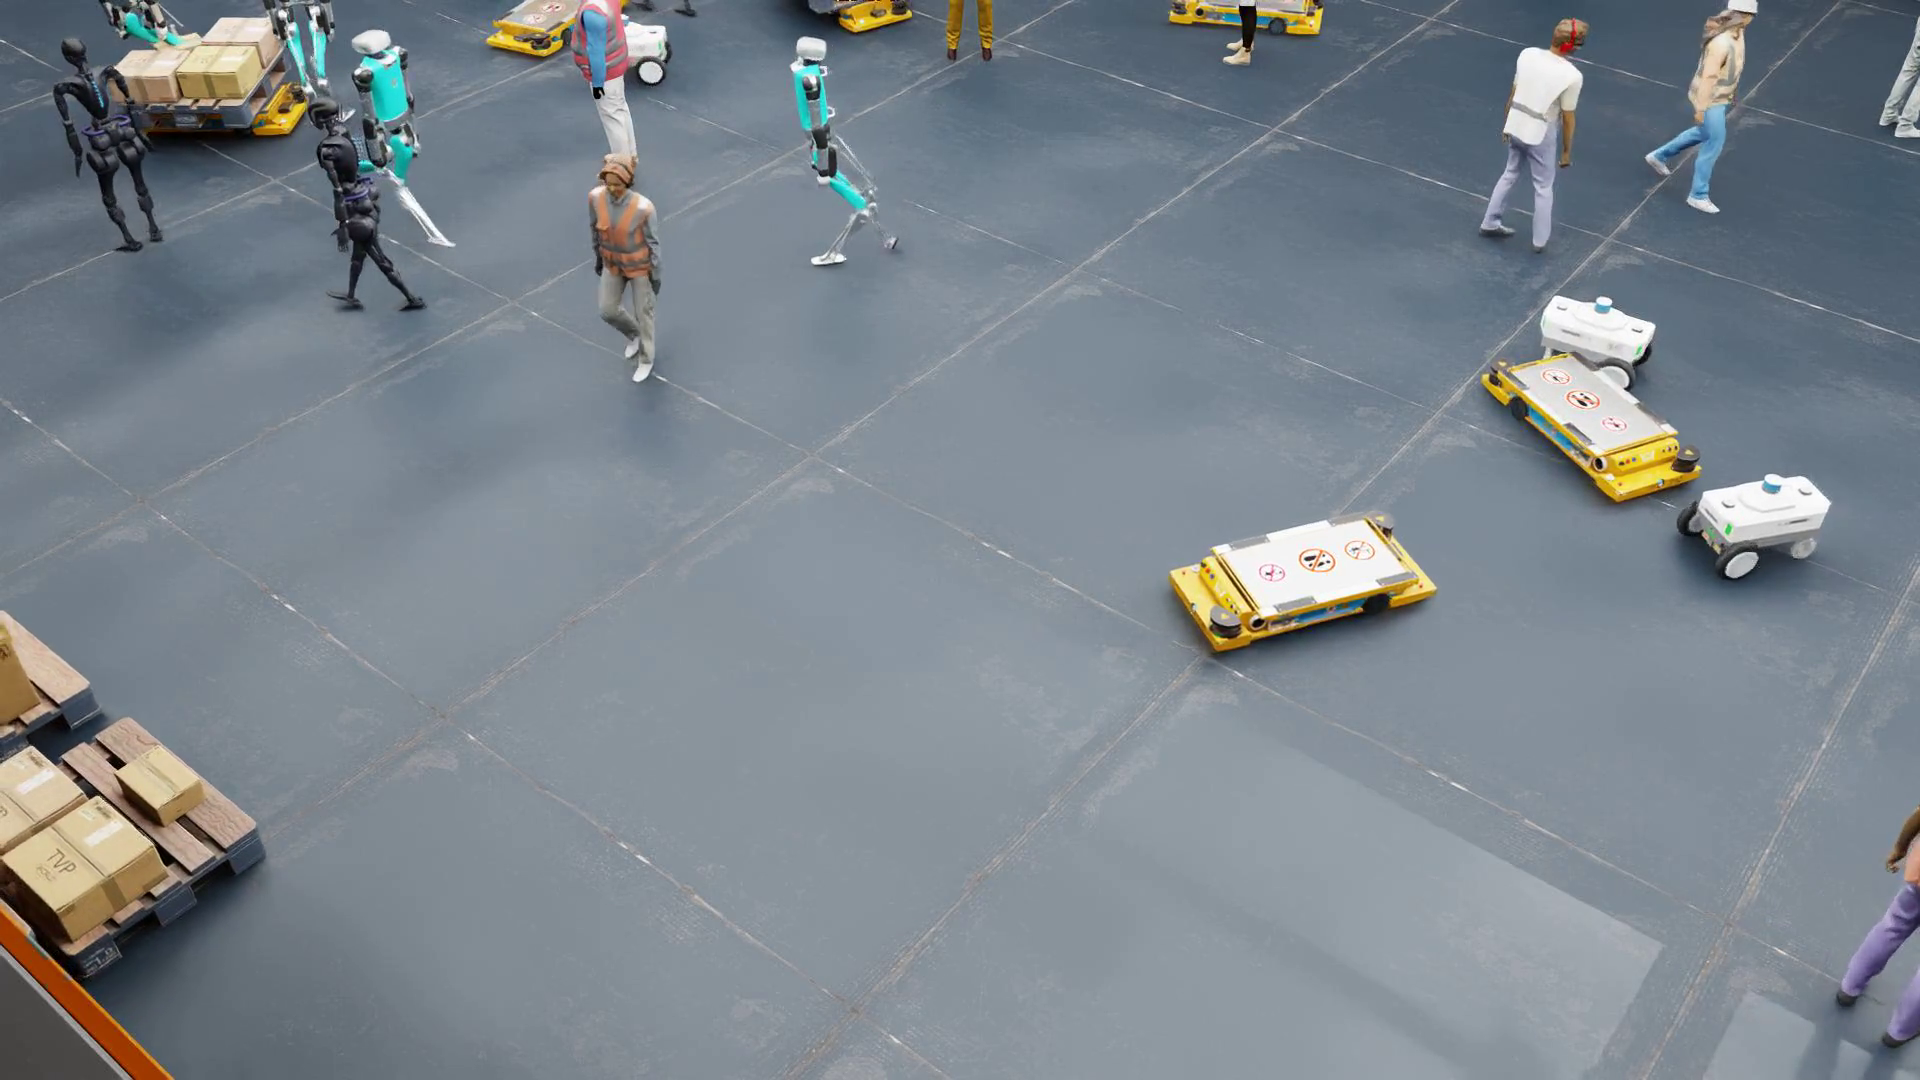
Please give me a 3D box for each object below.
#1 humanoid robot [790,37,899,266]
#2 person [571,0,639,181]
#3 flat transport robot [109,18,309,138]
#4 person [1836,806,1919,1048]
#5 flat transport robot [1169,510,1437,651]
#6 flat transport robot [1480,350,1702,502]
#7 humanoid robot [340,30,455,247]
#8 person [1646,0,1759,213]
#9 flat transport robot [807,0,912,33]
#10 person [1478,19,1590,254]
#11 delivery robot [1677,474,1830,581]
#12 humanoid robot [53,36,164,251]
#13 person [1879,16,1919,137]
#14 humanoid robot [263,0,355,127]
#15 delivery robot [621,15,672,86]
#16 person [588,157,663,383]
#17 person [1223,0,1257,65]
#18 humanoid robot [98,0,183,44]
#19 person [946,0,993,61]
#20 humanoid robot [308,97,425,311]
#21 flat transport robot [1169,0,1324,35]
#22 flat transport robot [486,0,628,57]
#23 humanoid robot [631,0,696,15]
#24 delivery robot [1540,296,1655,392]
[{"bbox_3d":[-0.788,-2.830,12.328,0.832,1.863,0.566,-6,41,-7],"label":"humanoid robot"},{"bbox_3d":[-2.862,-3.771,13.312,0.431,1.836,0.629,-1,40,-1],"label":"person"},{"bbox_3d":[-6.474,-3.760,14.501,1.431,0.231,0.659,0,40,0],"label":"flat transport robot"},{"bbox_3d":[4.273,1.518,7.085,0.402,1.832,0.672,-20,44,-22],"label":"person"},{"bbox_3d":[2.023,0.227,9.811,1.431,0.231,0.659,-13,42,-15],"label":"flat transport robot"},{"bbox_3d":[4.164,-0.800,11.019,0.659,0.231,1.431,-15,43,-17],"label":"flat transport robot"},{"bbox_3d":[-4.437,-3.002,12.542,1.064,1.782,0.548,14,42,16],"label":"humanoid robot"},{"bbox_3d":[5.887,-3.478,13.070,0.645,1.693,0.505,24,46,26],"label":"person"},{"bbox_3d":[-1.133,-5.394,16.424,0.659,0.231,1.431,-24,46,-26],"label":"flat transport robot"},{"bbox_3d":[4.330,-3.022,12.437,0.520,1.817,0.607,-23,46,-25],"label":"person"},{"bbox_3d":[4.787,-0.120,10.014,0.815,0.614,0.499,-9,41,-10],"label":"delivery robot"},{"bbox_3d":[-6.381,-2.981,12.496,0.309,1.647,0.605,29,48,29],"label":"humanoid robot"},{"bbox_3d":[8.195,-4.207,13.899,0.321,1.728,0.490,-10,41,-12],"label":"person"},{"bbox_3d":[-5.494,-4.240,13.929,0.532,1.789,0.705,-12,42,-14],"label":"humanoid robot"},{"bbox_3d":[-3.010,-4.472,15.101,0.747,0.572,0.499,0,40,0],"label":"delivery robot"},{"bbox_3d":[-2.221,-1.813,11.151,0.543,1.625,0.362,14,42,16],"label":"person"},{"bbox_3d":[2.605,-5.164,15.057,0.322,1.691,0.532,9,41,11],"label":"person"},{"bbox_3d":[-6.973,-4.507,14.272,0.578,1.803,0.832,5,41,6],"label":"humanoid robot"},{"bbox_3d":[0.111,-5.207,15.066,0.534,1.749,0.344,-1,40,-1],"label":"person"},{"bbox_3d":[-4.299,-2.328,11.756,0.723,1.629,0.602,-3,40,-3],"label":"humanoid robot"},{"bbox_3d":[2.797,-5.182,16.174,1.431,0.231,0.659,9,41,10],"label":"flat transport robot"},{"bbox_3d":[-3.873,-5.055,16.025,0.659,0.231,1.431,16,43,18],"label":"flat transport robot"},{"bbox_3d":[-2.907,-5.840,15.877,0.660,1.622,0.603,24,46,25],"label":"humanoid robot"},{"bbox_3d":[4.398,-1.403,11.497,0.740,0.581,0.513,22,45,24],"label":"delivery robot"}]
